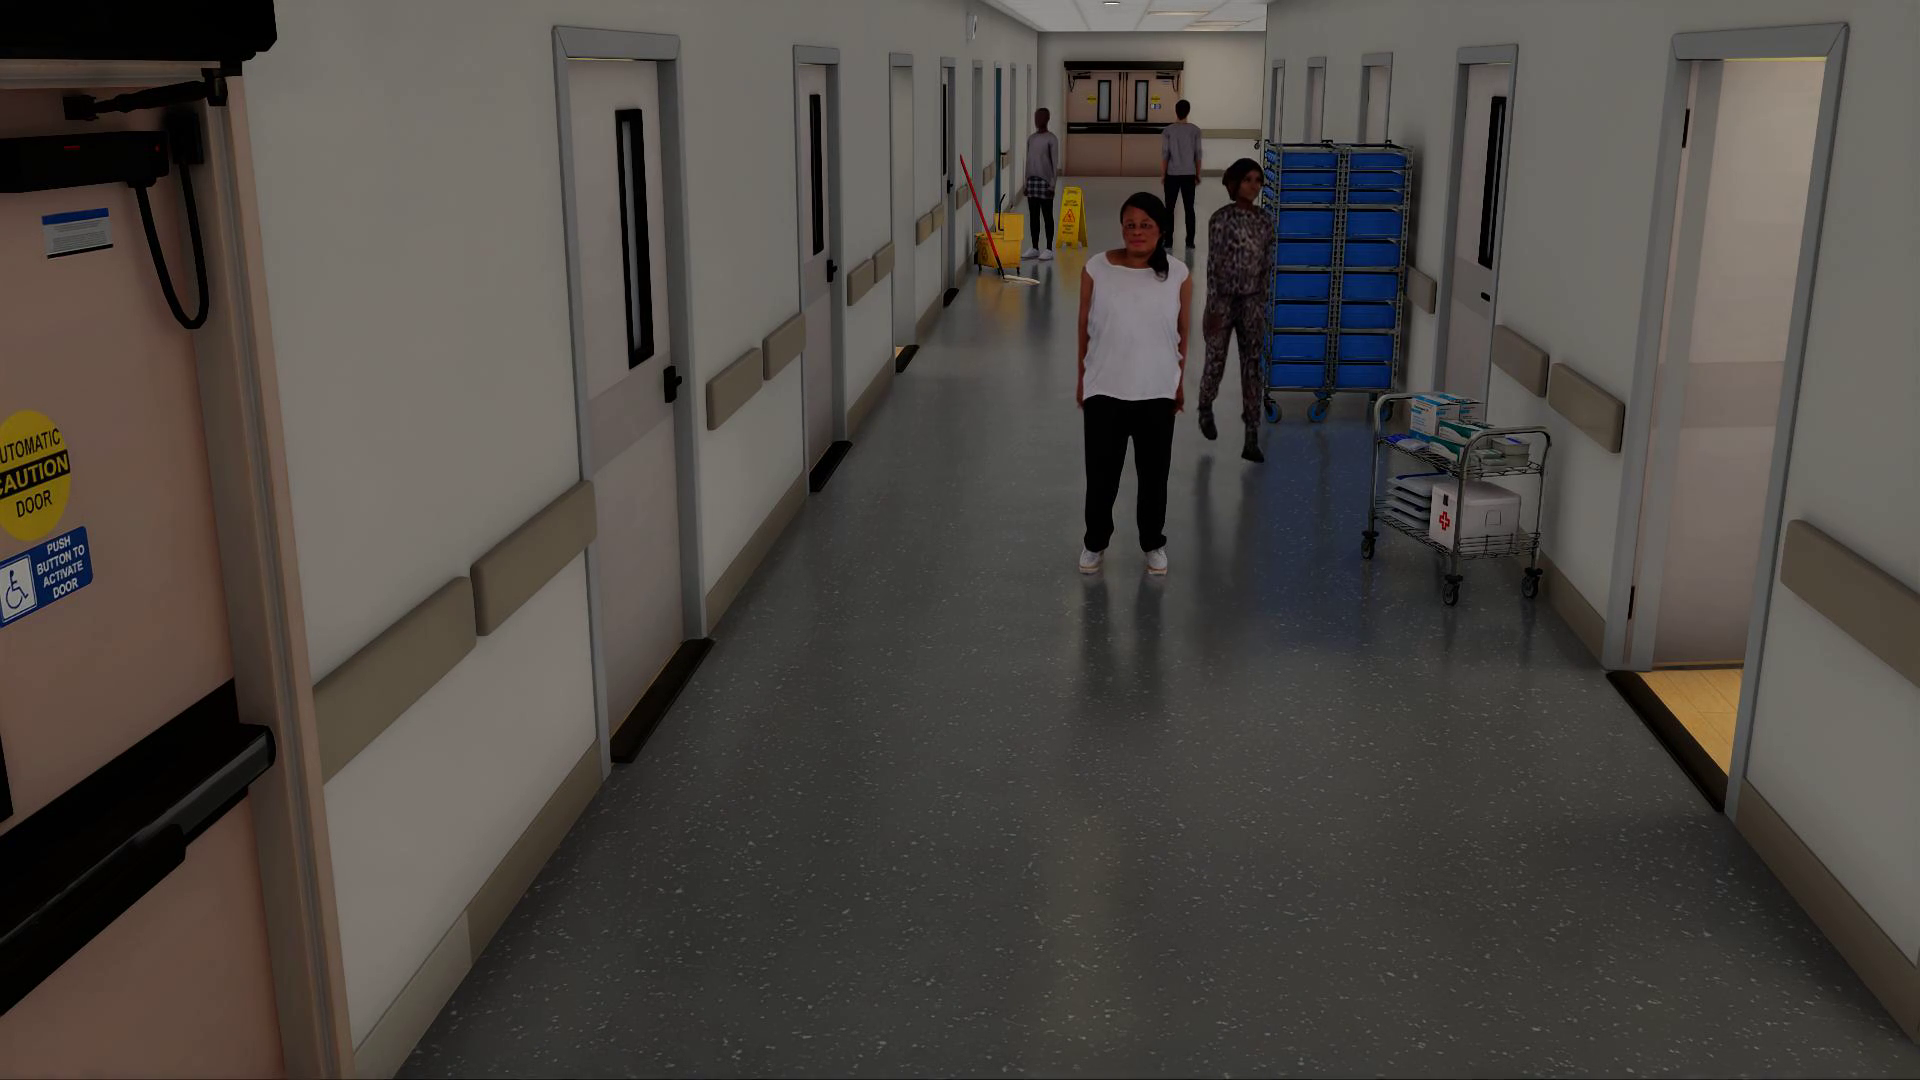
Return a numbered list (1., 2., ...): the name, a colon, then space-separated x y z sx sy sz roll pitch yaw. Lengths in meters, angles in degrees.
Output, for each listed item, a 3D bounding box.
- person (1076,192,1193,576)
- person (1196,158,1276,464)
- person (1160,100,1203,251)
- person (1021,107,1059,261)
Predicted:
1. person: 0.768 -0.692 7.379 0.643 1.687 0.590 2 16 6
2. person: 1.552 -1.312 9.608 0.738 1.671 1.201 -2 16 -7
3. person: 2.781 -4.607 20.976 0.675 1.843 0.546 0 16 1
4. person: 0.976 -4.244 19.820 0.701 1.773 0.731 14 21 40
